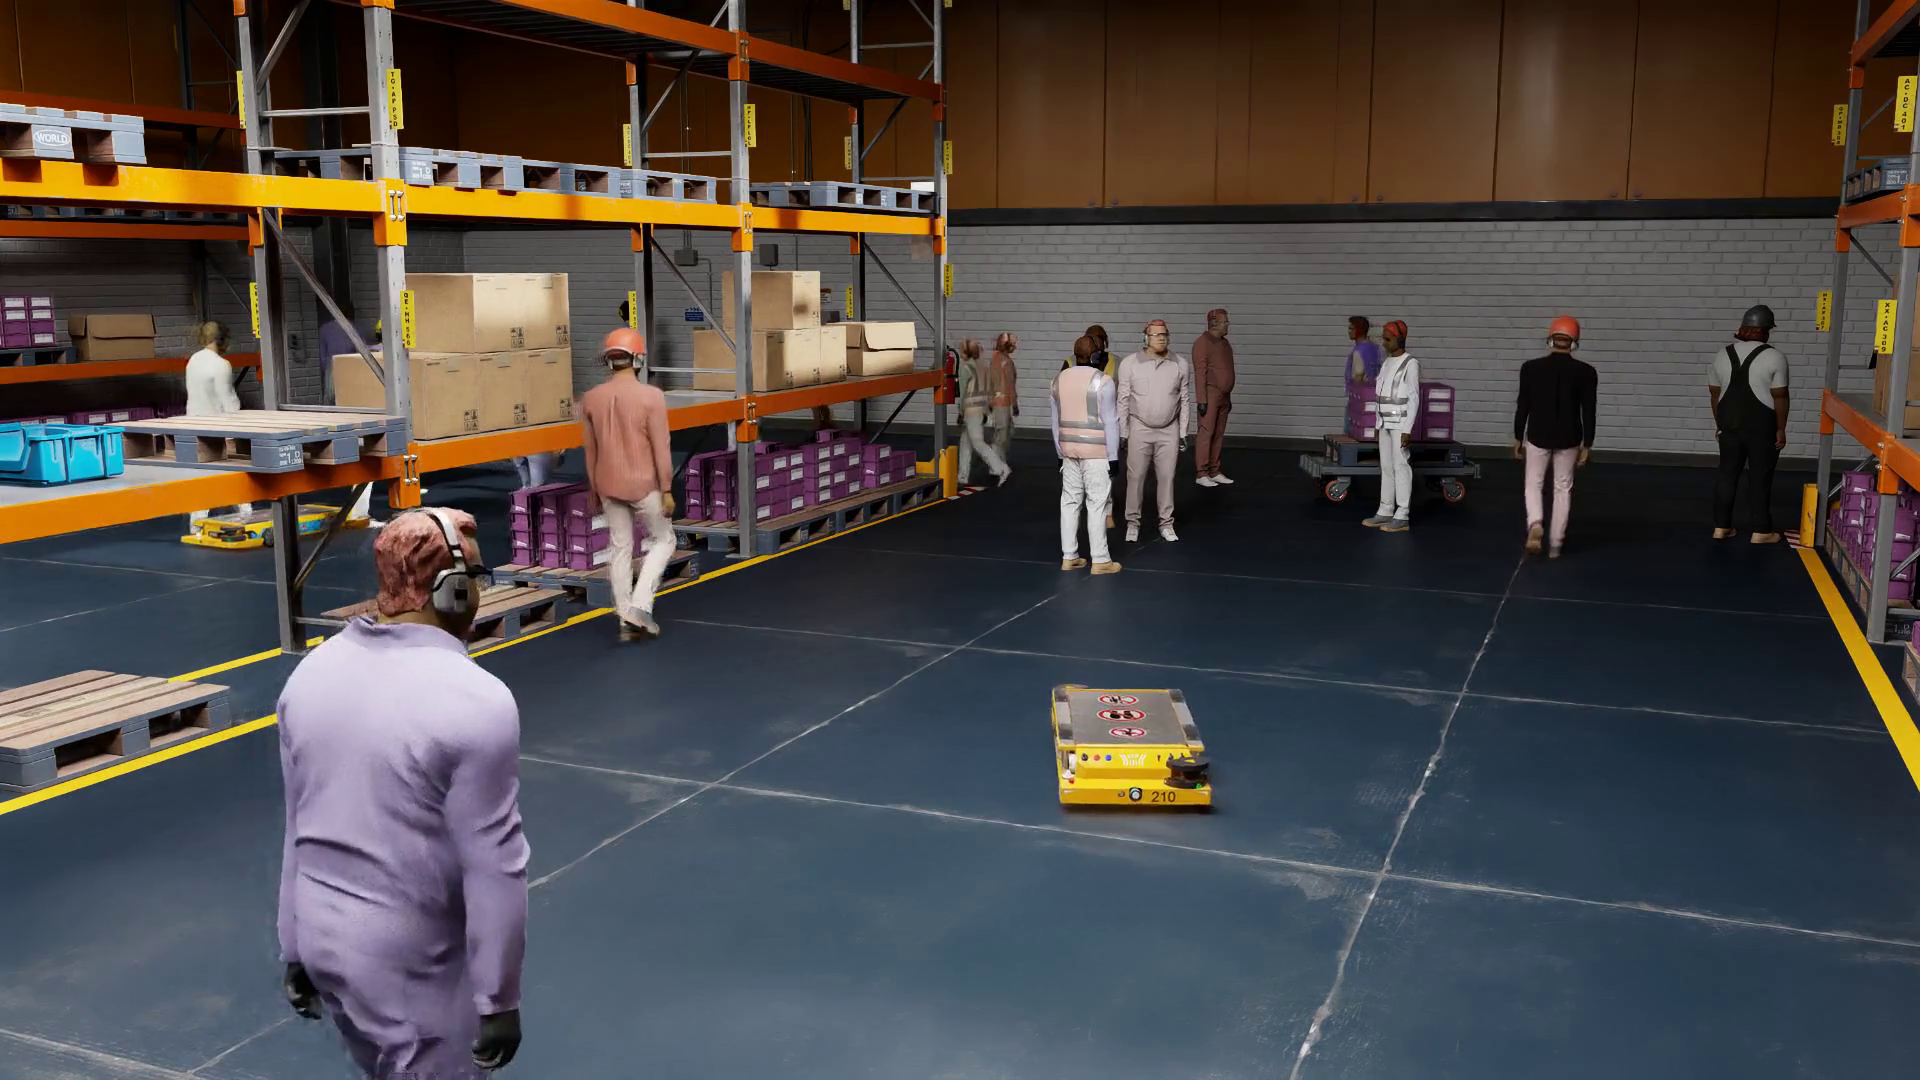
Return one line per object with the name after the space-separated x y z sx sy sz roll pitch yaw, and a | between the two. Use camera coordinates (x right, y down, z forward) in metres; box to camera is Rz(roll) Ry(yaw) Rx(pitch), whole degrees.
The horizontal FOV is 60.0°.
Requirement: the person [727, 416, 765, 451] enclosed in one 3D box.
-2.105 -1.245 16.432 0.510 1.830 0.777 4 10 20 | person

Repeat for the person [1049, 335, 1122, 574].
0.990 -0.658 12.835 0.624 1.844 0.429 8 13 41 | person

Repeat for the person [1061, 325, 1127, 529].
1.210 -1.014 14.991 0.634 1.841 0.429 -1 9 -5 | person

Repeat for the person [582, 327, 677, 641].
-2.074 -0.340 10.463 0.650 1.981 0.420 4 10 20 | person

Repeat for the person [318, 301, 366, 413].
-8.375 -2.322 22.825 0.785 1.893 0.571 -1 9 -6 | person

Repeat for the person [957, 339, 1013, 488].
0.216 -1.351 17.773 0.779 1.602 0.510 4 10 21 | person

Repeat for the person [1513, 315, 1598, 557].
4.773 -0.811 13.355 0.630 1.974 0.632 4 10 22 | person

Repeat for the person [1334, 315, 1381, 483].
4.376 -1.520 18.072 0.602 1.833 0.579 5 11 28 | person

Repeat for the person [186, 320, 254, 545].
-6.285 -0.933 14.327 0.939 1.892 0.665 -9 13 -44 | person

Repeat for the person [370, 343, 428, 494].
-5.829 -1.376 16.987 0.597 1.905 0.642 7 12 38 | person

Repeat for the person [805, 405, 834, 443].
-1.885 -2.238 22.291 0.638 1.888 0.634 -3 10 -20 | person

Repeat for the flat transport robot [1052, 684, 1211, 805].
0.779 0.942 7.882 0.652 0.197 1.431 0 9 2 | flat transport robot

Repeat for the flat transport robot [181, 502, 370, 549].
-5.913 -0.135 14.412 0.652 0.197 1.431 5 11 29 | flat transport robot

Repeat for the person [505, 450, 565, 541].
-3.496 -0.746 13.653 0.526 1.755 0.365 4 10 25 | person

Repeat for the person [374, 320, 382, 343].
-6.437 -1.599 18.761 0.314 1.768 0.526 4 10 25 | person

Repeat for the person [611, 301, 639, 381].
-4.740 -2.475 23.761 0.539 1.869 0.313 -8 12 -39 | person

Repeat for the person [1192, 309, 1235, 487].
2.756 -1.531 17.927 0.409 1.905 0.651 7 12 36 | person

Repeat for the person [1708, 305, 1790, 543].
6.819 -1.001 14.306 0.538 2.000 0.684 -7 12 -35 | person

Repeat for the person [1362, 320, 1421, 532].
3.884 -1.020 14.889 0.355 1.887 0.573 -3 10 -15 | person

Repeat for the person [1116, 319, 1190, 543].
1.661 -0.929 14.262 0.651 1.913 0.409 -1 9 -5 | person

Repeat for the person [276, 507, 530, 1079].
-1.226 0.883 3.440 0.660 1.873 0.712 6 11 32 | person

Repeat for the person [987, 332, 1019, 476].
0.526 -1.524 18.727 0.497 1.619 0.531 -3 10 -20 | person

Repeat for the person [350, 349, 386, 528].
-5.379 -0.920 15.109 0.346 1.619 0.529 -7 12 -36 | person
